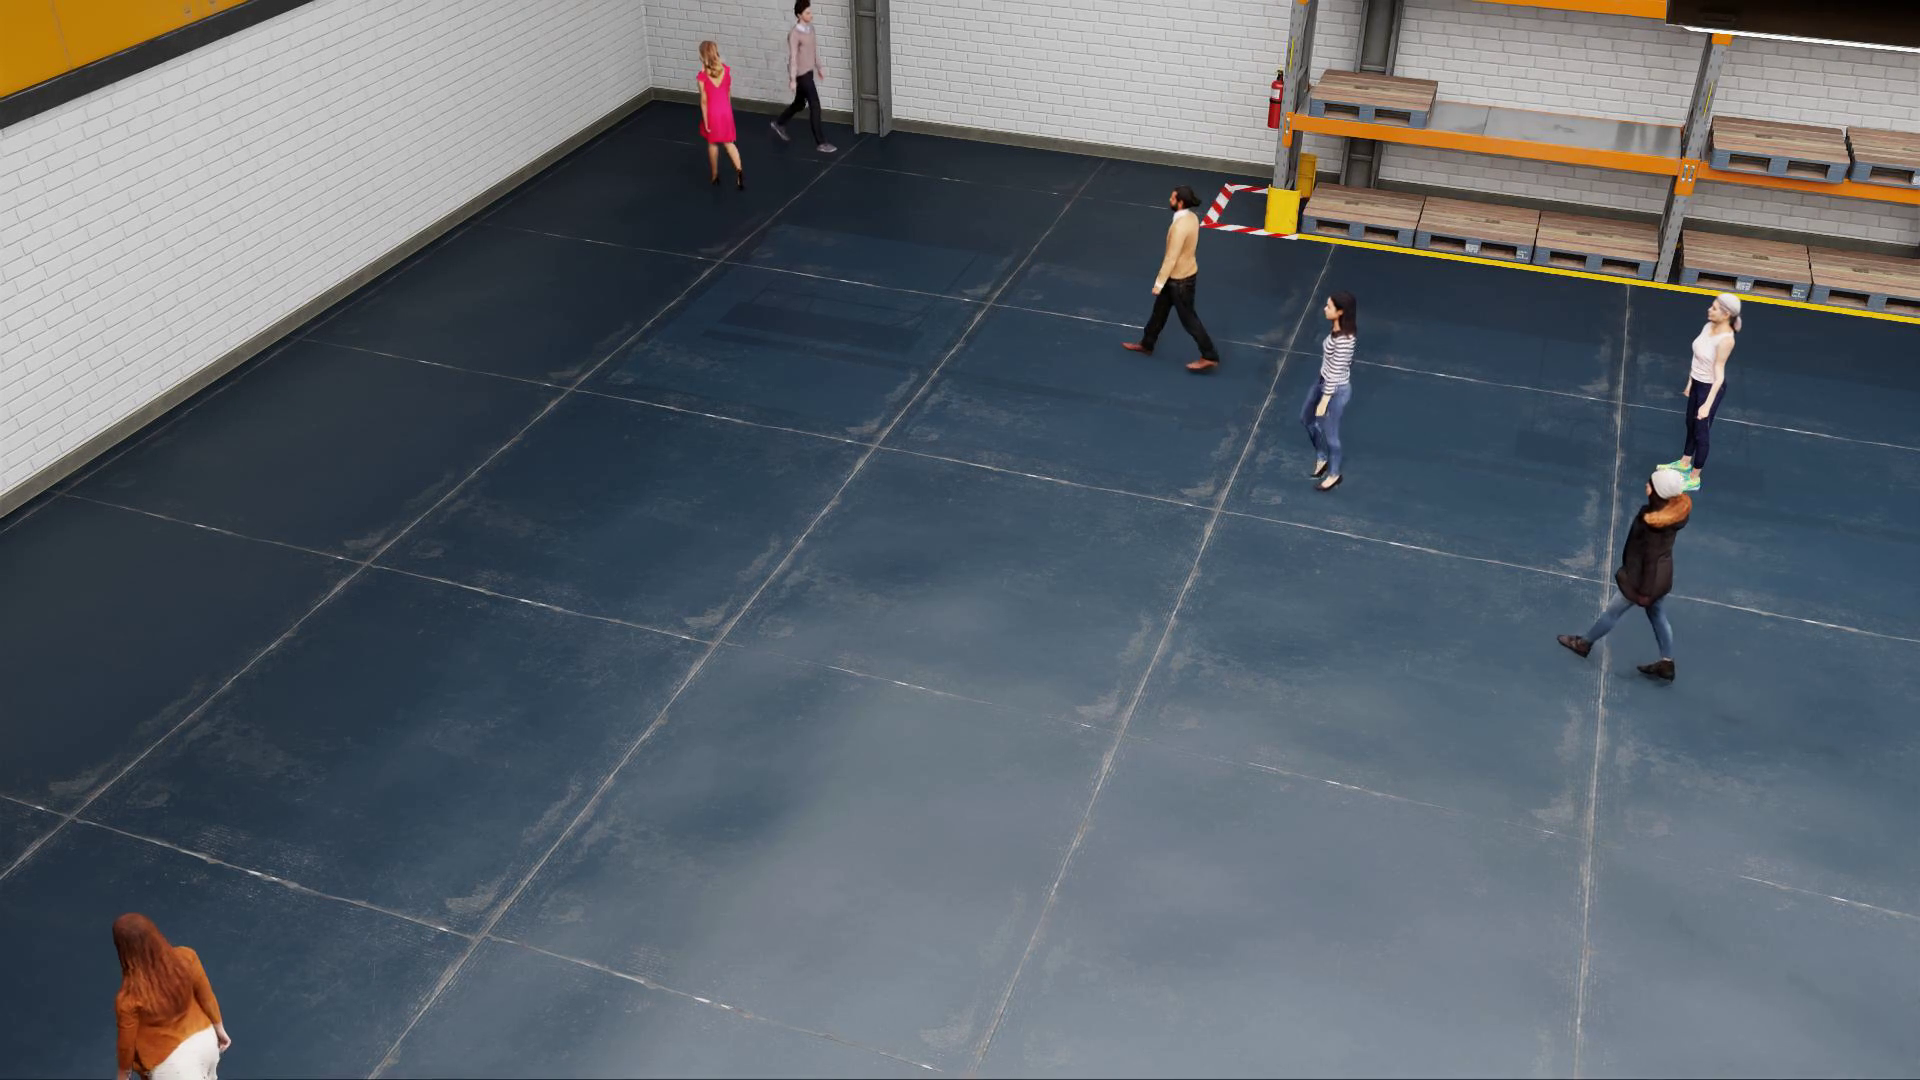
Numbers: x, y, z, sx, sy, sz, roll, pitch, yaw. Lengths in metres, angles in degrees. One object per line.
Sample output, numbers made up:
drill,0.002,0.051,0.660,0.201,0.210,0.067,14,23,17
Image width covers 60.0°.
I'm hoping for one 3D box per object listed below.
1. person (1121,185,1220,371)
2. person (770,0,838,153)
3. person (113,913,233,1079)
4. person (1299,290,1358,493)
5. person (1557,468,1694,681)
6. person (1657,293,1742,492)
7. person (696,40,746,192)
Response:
person,2.066,-2.323,15.032,1.190,1.714,0.749,8,34,12
person,-1.915,-5.533,19.806,1.159,1.776,0.649,13,36,18
person,-3.609,2.474,7.846,1.078,1.680,0.642,13,36,19
person,3.047,-1.142,13.192,0.713,1.783,0.673,1,34,2
person,4.713,0.274,11.236,1.123,1.591,0.846,23,40,31
person,5.987,-1.194,13.345,0.621,1.701,0.652,2,34,3
person,-2.662,-4.706,18.632,0.940,1.699,1.044,-18,38,-25
